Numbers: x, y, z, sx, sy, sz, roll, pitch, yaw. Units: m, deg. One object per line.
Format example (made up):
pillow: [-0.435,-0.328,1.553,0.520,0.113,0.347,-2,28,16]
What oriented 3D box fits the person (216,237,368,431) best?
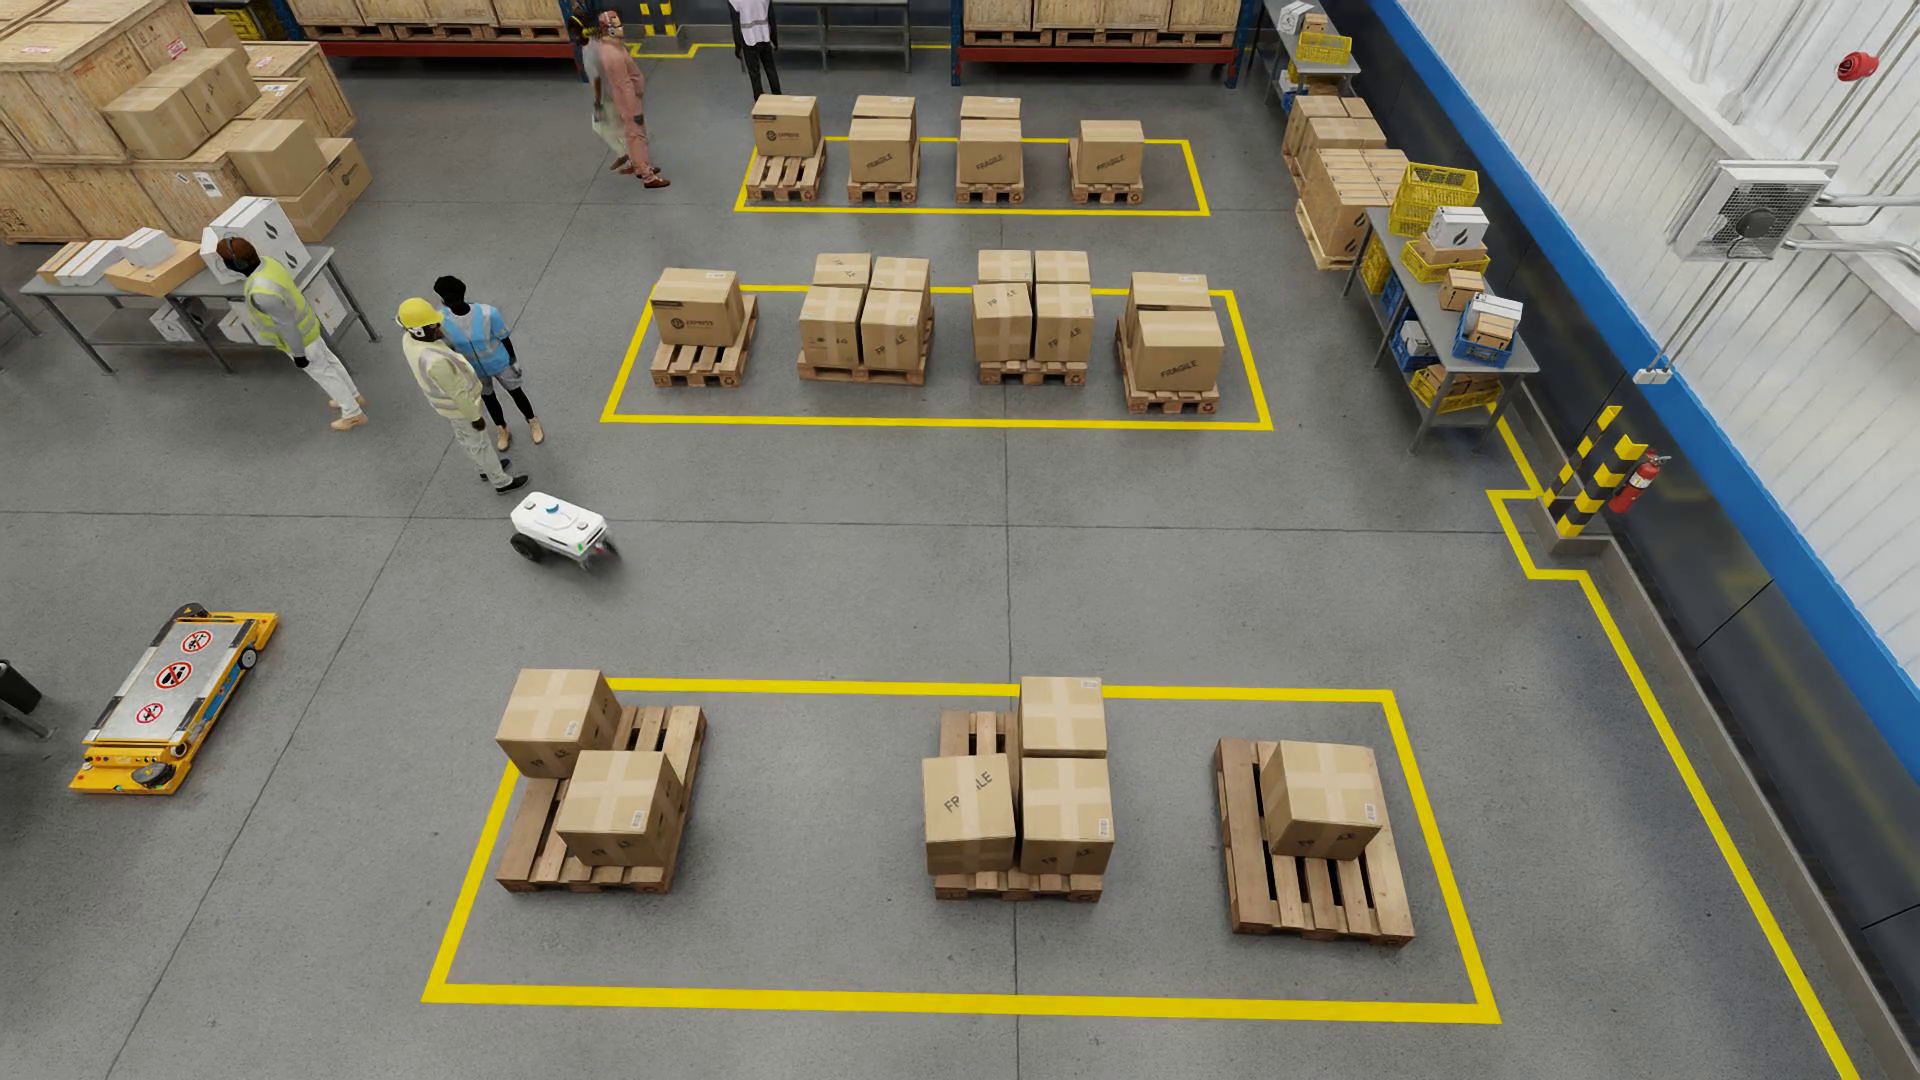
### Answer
person: [-5.657,-1.741,7.800,0.429,1.842,0.632,-19,52,-16]

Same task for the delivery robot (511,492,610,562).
delivery robot: [-3.141,-0.121,7.207,0.707,0.478,0.477,19,52,16]

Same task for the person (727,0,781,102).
person: [-2.587,-6.346,11.647,0.597,1.917,0.375,-26,55,-20]

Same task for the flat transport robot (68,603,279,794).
flat transport robot: [-5.504,1.072,6.442,0.652,0.197,1.431,1,50,1]

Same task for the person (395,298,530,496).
person: [-3.977,-1.117,7.282,0.404,1.828,0.591,-36,59,-27]

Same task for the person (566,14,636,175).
person: [-4.163,-5.155,10.694,0.536,1.836,0.554,-23,54,-18]

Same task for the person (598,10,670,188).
person: [-3.785,-5.050,10.558,0.406,1.911,0.636,-22,53,-18]

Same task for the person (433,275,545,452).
person: [-3.950,-1.463,7.659,0.533,1.697,0.319,-13,51,-11]
